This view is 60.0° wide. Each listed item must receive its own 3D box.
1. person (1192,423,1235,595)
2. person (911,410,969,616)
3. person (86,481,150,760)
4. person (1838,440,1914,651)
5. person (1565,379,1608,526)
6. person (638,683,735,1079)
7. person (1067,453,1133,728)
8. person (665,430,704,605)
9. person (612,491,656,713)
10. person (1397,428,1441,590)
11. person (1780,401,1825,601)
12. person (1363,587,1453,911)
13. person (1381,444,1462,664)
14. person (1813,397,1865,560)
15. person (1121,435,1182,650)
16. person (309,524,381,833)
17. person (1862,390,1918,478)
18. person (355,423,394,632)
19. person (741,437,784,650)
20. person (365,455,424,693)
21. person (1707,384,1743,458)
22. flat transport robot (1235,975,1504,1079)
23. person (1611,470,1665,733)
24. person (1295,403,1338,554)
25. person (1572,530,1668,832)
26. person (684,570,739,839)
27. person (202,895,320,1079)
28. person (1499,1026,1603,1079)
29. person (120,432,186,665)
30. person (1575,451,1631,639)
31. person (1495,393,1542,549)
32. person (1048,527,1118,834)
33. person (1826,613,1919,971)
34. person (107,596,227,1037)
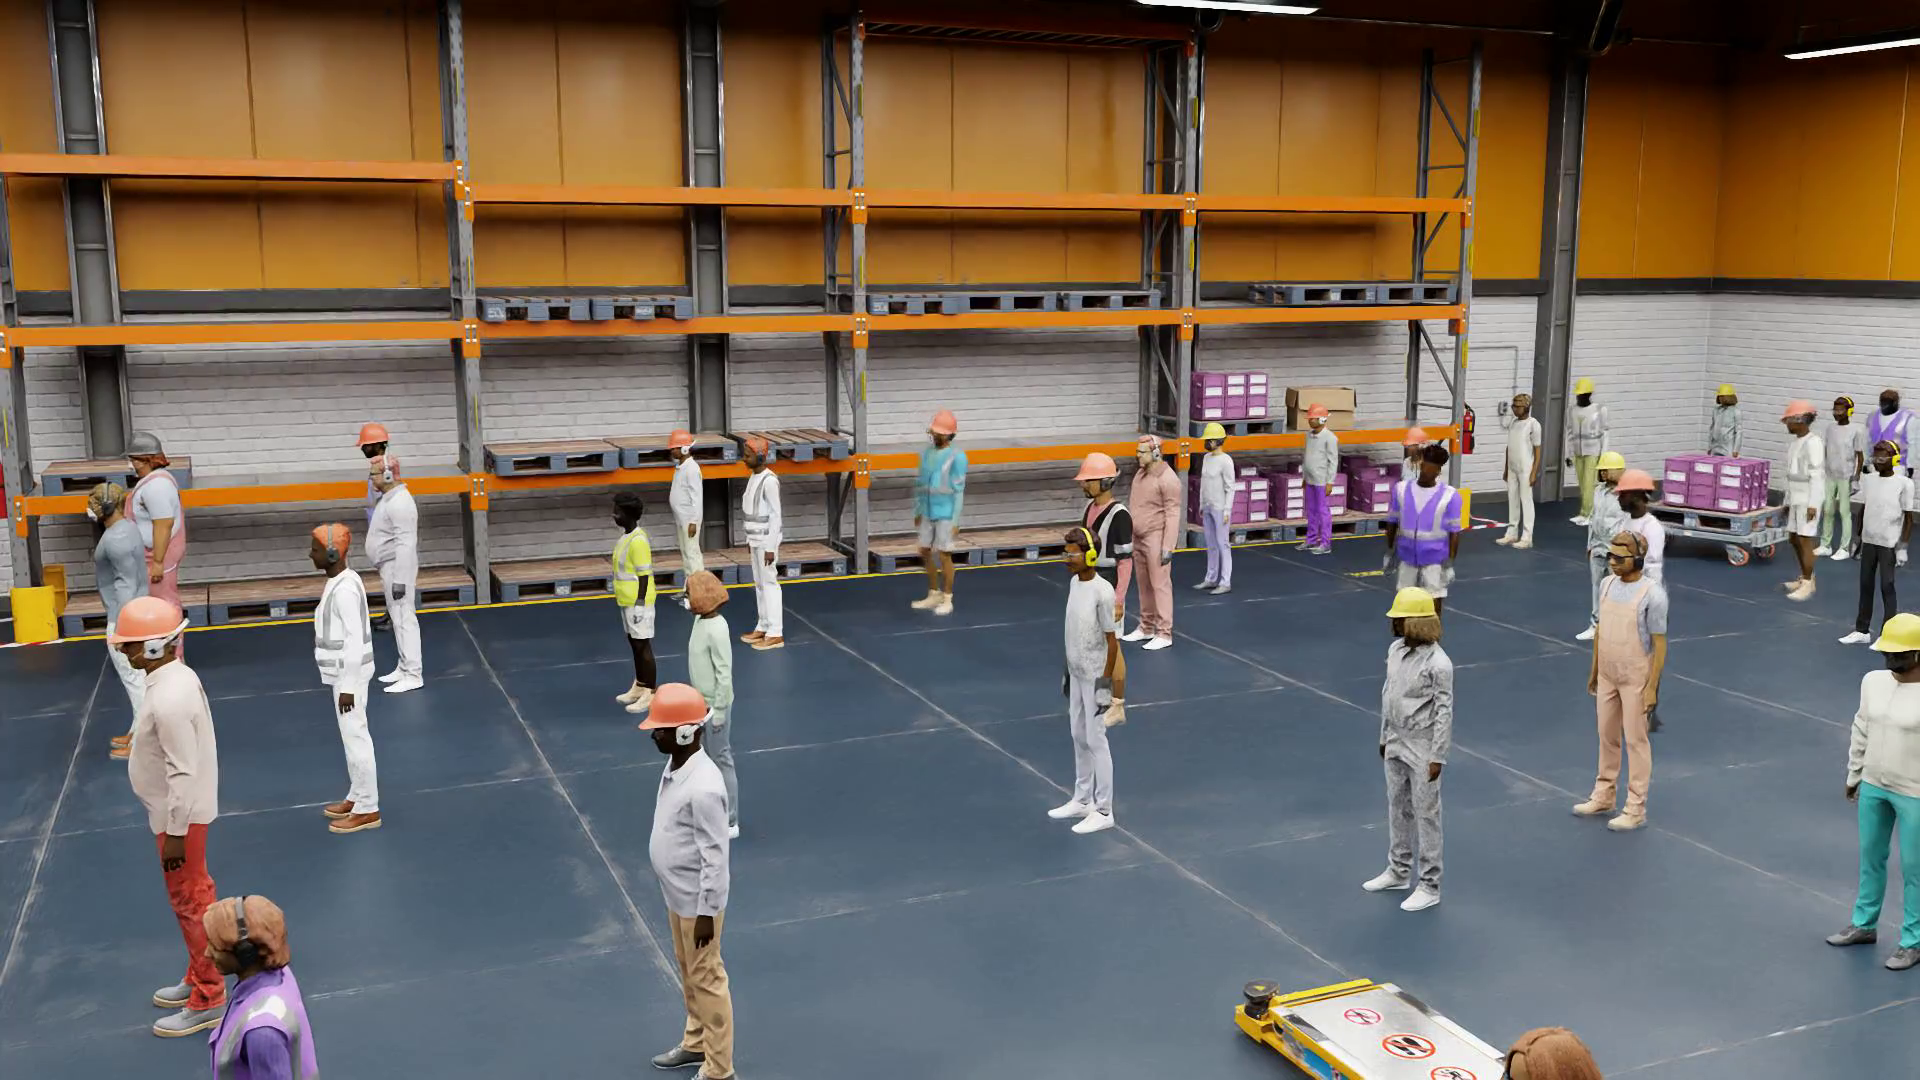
[{"bbox_3d":[2.604,-0.322,17.061,0.326,1.767,0.533,-4,11,-23],"label":"person"},{"bbox_3d":[-0.215,-0.256,16.042,0.748,2.004,0.394,10,14,44],"label":"person"},{"bbox_3d":[-5.794,0.551,11.535,0.352,1.937,0.635,-4,11,-23],"label":"person"},{"bbox_3d":[8.113,0.044,14.669,0.309,1.864,0.534,-4,11,-23],"label":"person"},{"bbox_3d":[8.011,-1.123,21.340,0.616,1.891,0.614,-6,12,-32],"label":"person"},{"bbox_3d":[-1.140,1.445,6.915,0.342,1.748,0.573,-4,11,-23],"label":"person"},{"bbox_3d":[1.024,0.370,12.278,0.391,2.040,0.615,-4,11,-23],"label":"person"},{"bbox_3d":[-2.743,-0.228,16.560,0.346,1.746,0.573,-4,11,-23],"label":"person"},{"bbox_3d":[-2.493,0.467,12.712,0.317,1.696,0.540,-4,11,-23],"label":"person"},{"bbox_3d":[4.703,-0.297,17.058,0.497,1.721,0.572,-5,11,-25],"label":"person"},{"bbox_3d":[8.532,-0.388,16.814,0.466,2.000,0.711,1,10,7],"label":"person"},{"bbox_3d":[2.407,1.106,8.900,0.320,1.742,0.492,-4,11,-23],"label":"person"},{"bbox_3d":[3.860,0.142,13.909,0.667,1.932,0.449,7,12,35],"label":"person"},{"bbox_3d":[10.029,-0.705,18.981,0.309,1.864,0.534,-4,11,-23],"label":"person"},{"bbox_3d":[1.678,0.014,14.723,0.403,1.904,0.652,-4,11,-23],"label":"person"},{"bbox_3d":[-3.729,0.828,10.092,0.337,1.882,0.584,-4,11,-23],"label":"person"},{"bbox_3d":[11.447,-0.948,20.586,0.629,1.812,0.649,-6,12,-32],"label":"person"},{"bbox_3d":[-5.354,-0.117,15.390,0.378,1.932,0.551,-4,11,-23],"label":"person"},{"bbox_3d":[-1.751,0.023,14.726,0.337,1.882,0.584,-4,11,-23],"label":"person"},{"bbox_3d":[-4.530,0.263,13.294,0.403,1.904,0.652,-4,11,-23],"label":"person"},{"bbox_3d":[10.252,-1.230,22.355,0.320,1.742,0.492,-4,11,-23],"label":"person"},{"bbox_3d":[1.817,2.176,6.970,0.652,0.197,1.431,-4,11,-23],"label":"flat transport robot"},{"bbox_3d":[5.032,0.449,12.283,0.385,1.898,0.677,0,10,-1],"label":"person"},{"bbox_3d":[4.147,-0.717,19.370,0.342,1.748,0.573,-4,11,-23],"label":"person"},{"bbox_3d":[4.037,0.844,10.115,0.327,1.842,0.517,-4,11,-23],"label":"person"},{"bbox_3d":[-1.492,0.984,9.920,0.268,1.631,0.507,-4,11,-23],"label":"person"},{"bbox_3d":[-2.060,1.840,4.977,0.310,1.636,0.523,-4,11,-23],"label":"person"},{"bbox_3d":[1.447,1.985,4.147,0.266,1.631,0.507,-4,11,-23],"label":"person"},{"bbox_3d":[-6.692,0.114,13.754,0.536,2.000,0.688,-4,11,-23],"label":"person"},{"bbox_3d":[5.774,0.077,14.827,0.320,1.742,0.492,-4,11,-23],"label":"person"},{"bbox_3d":[6.638,-0.818,19.696,0.327,1.842,0.517,-4,11,-23],"label":"person"},{"bbox_3d":[0.764,0.841,10.075,0.309,1.864,0.534,-4,11,-23],"label":"person"},{"bbox_3d":[4.585,1.223,8.165,0.330,1.765,0.533,-4,11,-23],"label":"person"},{"bbox_3d":[-3.545,1.227,7.482,0.401,1.989,0.623,-4,11,-23],"label":"person"}]
